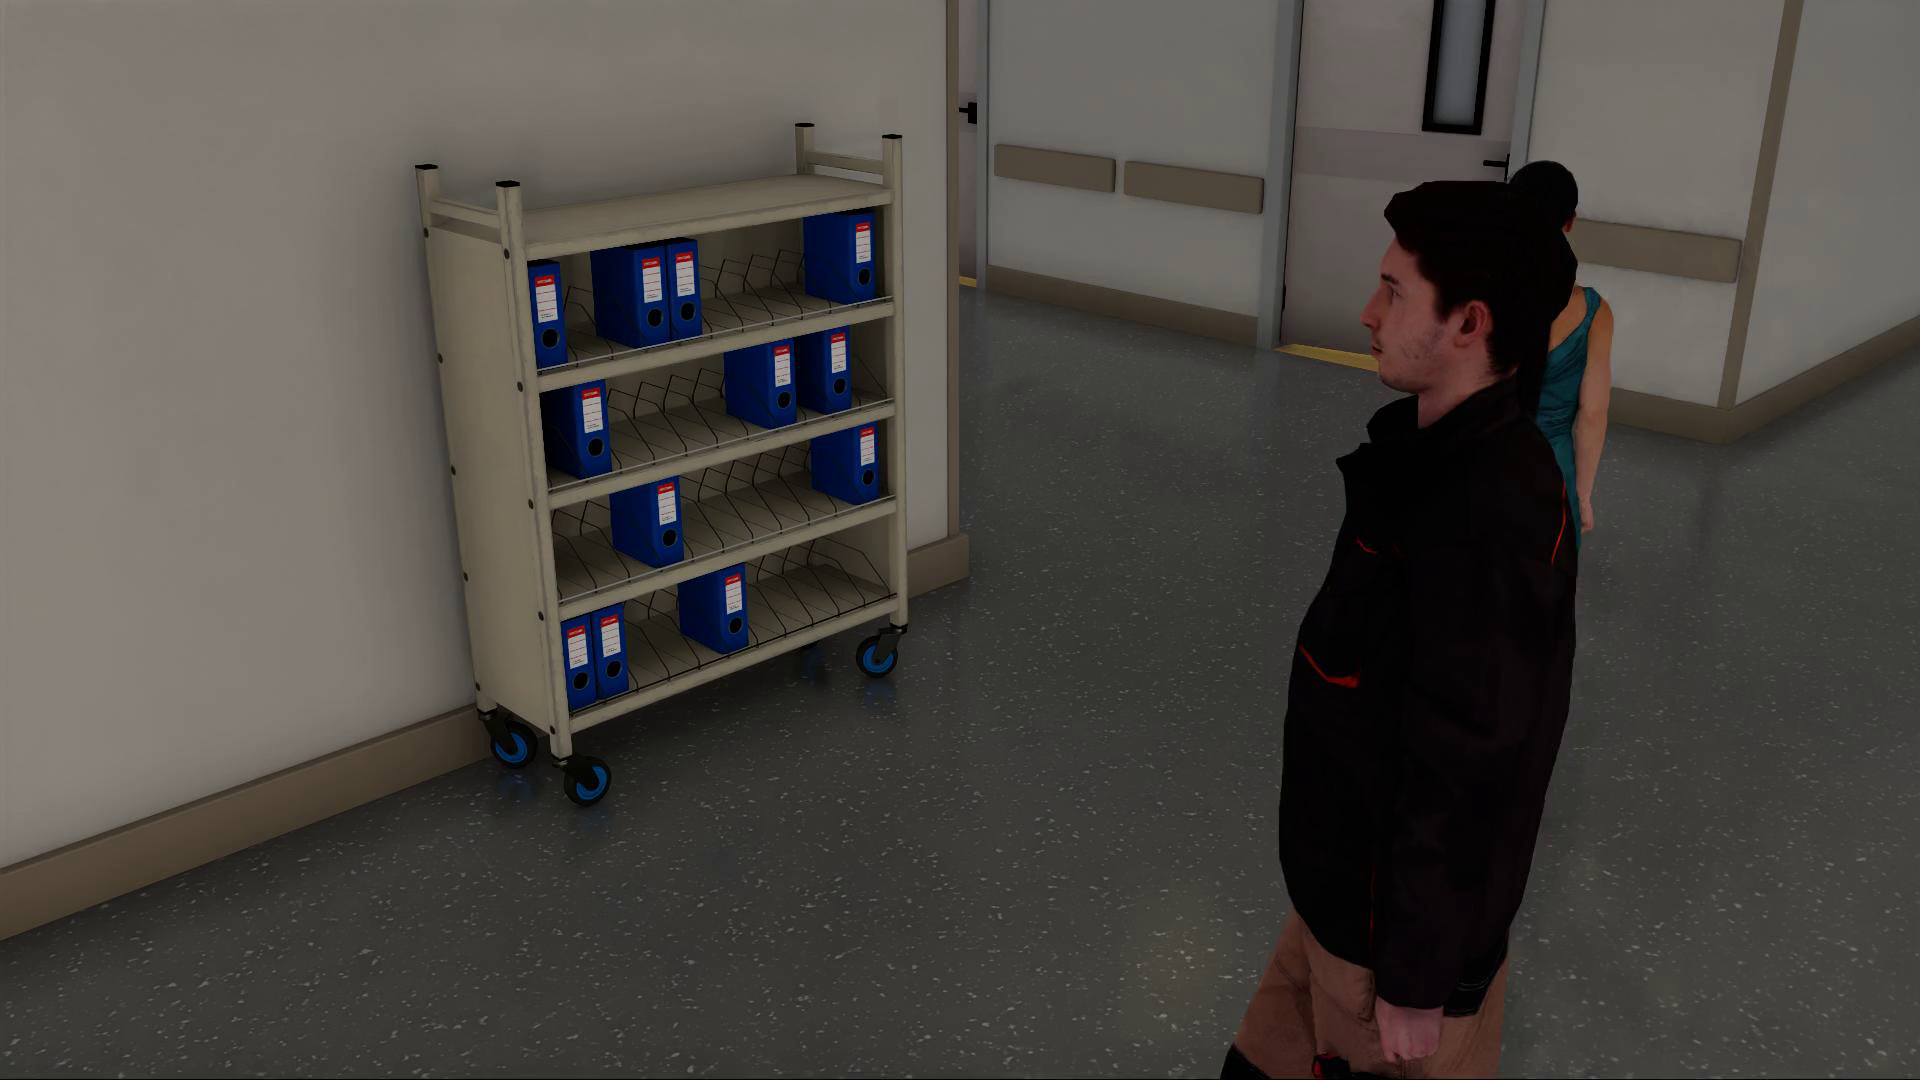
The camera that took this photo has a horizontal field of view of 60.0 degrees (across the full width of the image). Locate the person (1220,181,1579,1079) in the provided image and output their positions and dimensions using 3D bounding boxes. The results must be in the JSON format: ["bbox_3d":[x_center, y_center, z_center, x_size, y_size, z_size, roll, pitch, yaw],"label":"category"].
[{"bbox_3d":[0.677,0.505,2.234,1.165,1.901,1.191,4,21,10],"label":"person"}]

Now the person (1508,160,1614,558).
[{"bbox_3d":[1.346,-0.081,4.085,0.621,1.686,0.619,7,22,18],"label":"person"}]
